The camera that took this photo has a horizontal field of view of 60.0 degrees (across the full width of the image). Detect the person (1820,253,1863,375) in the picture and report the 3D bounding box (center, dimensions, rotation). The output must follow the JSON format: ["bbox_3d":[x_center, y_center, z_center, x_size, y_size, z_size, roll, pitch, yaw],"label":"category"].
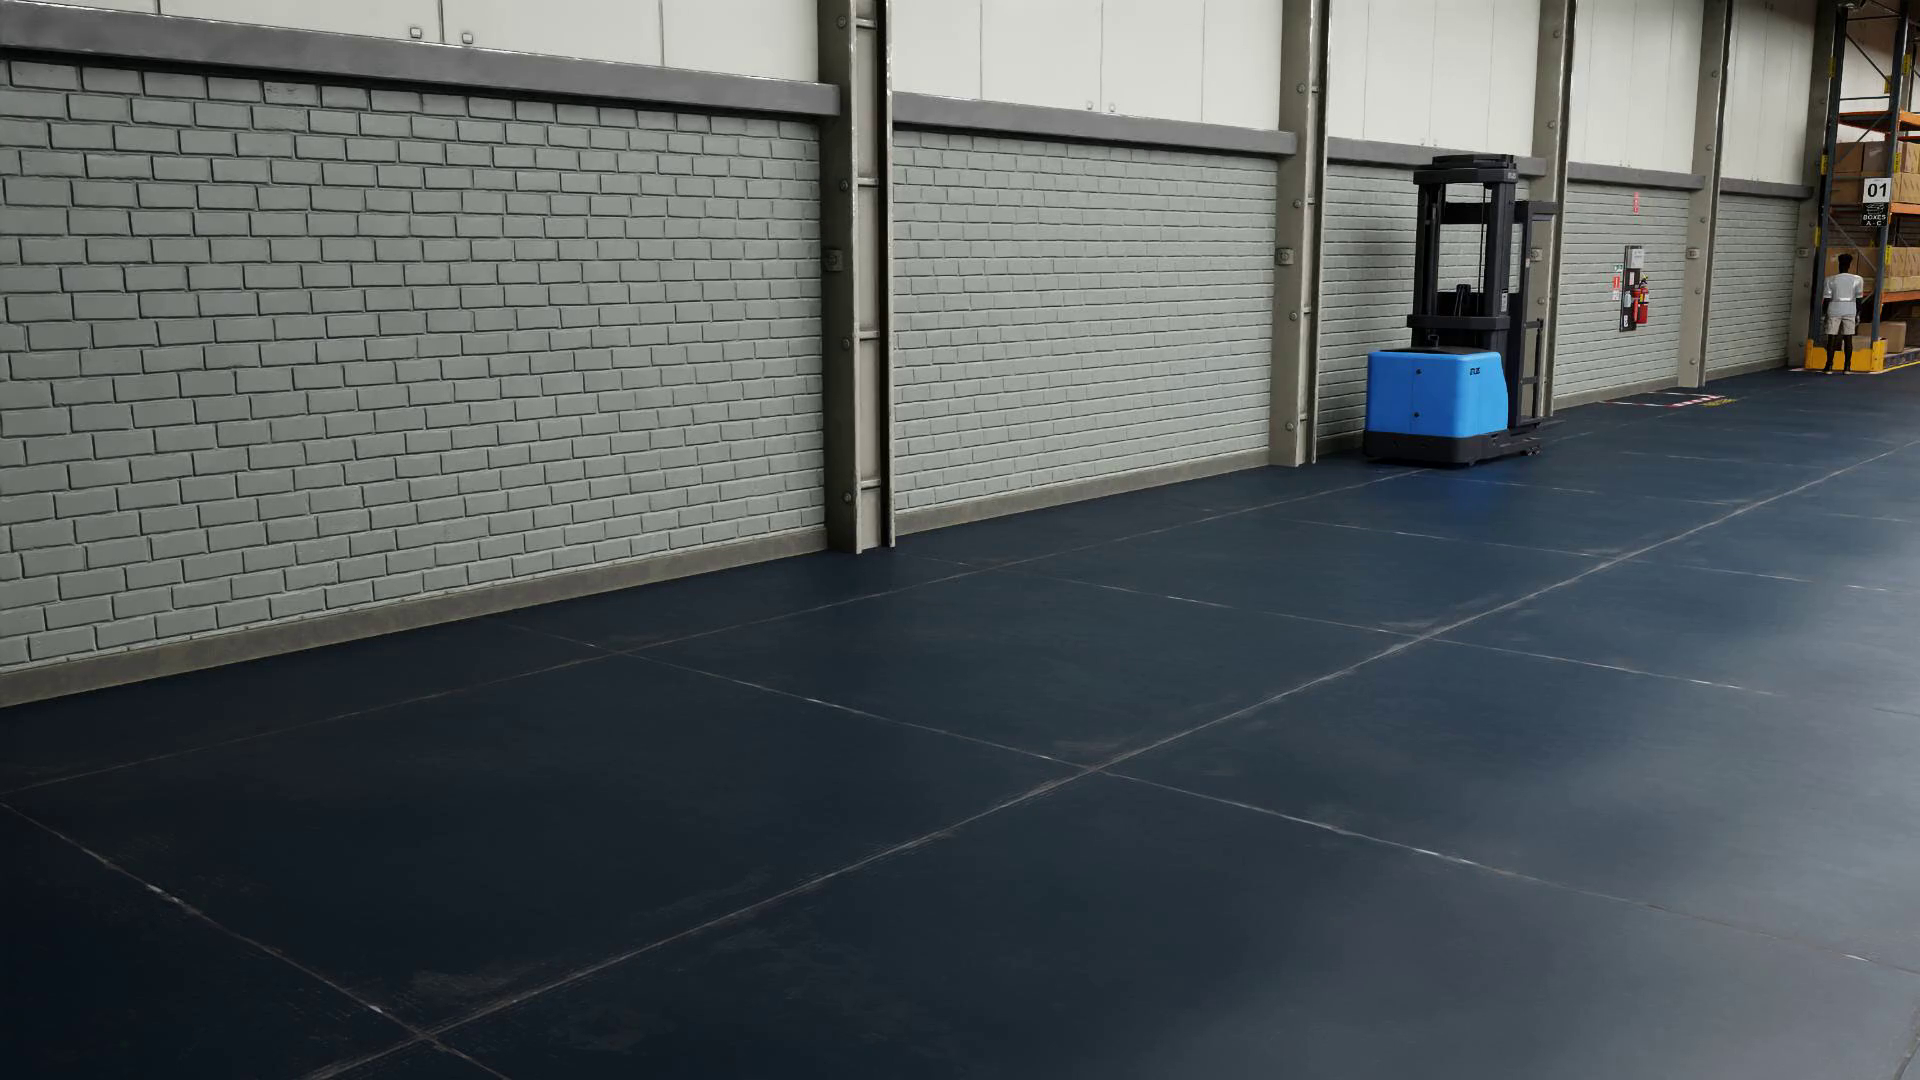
[{"bbox_3d":[14.428,-3.699,27.241,0.602,1.963,0.366,3,10,14],"label":"person"}]

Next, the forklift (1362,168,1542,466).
[{"bbox_3d":[4.875,-2.212,16.287,1.129,2.768,1.873,8,13,40],"label":"forklift"}]
